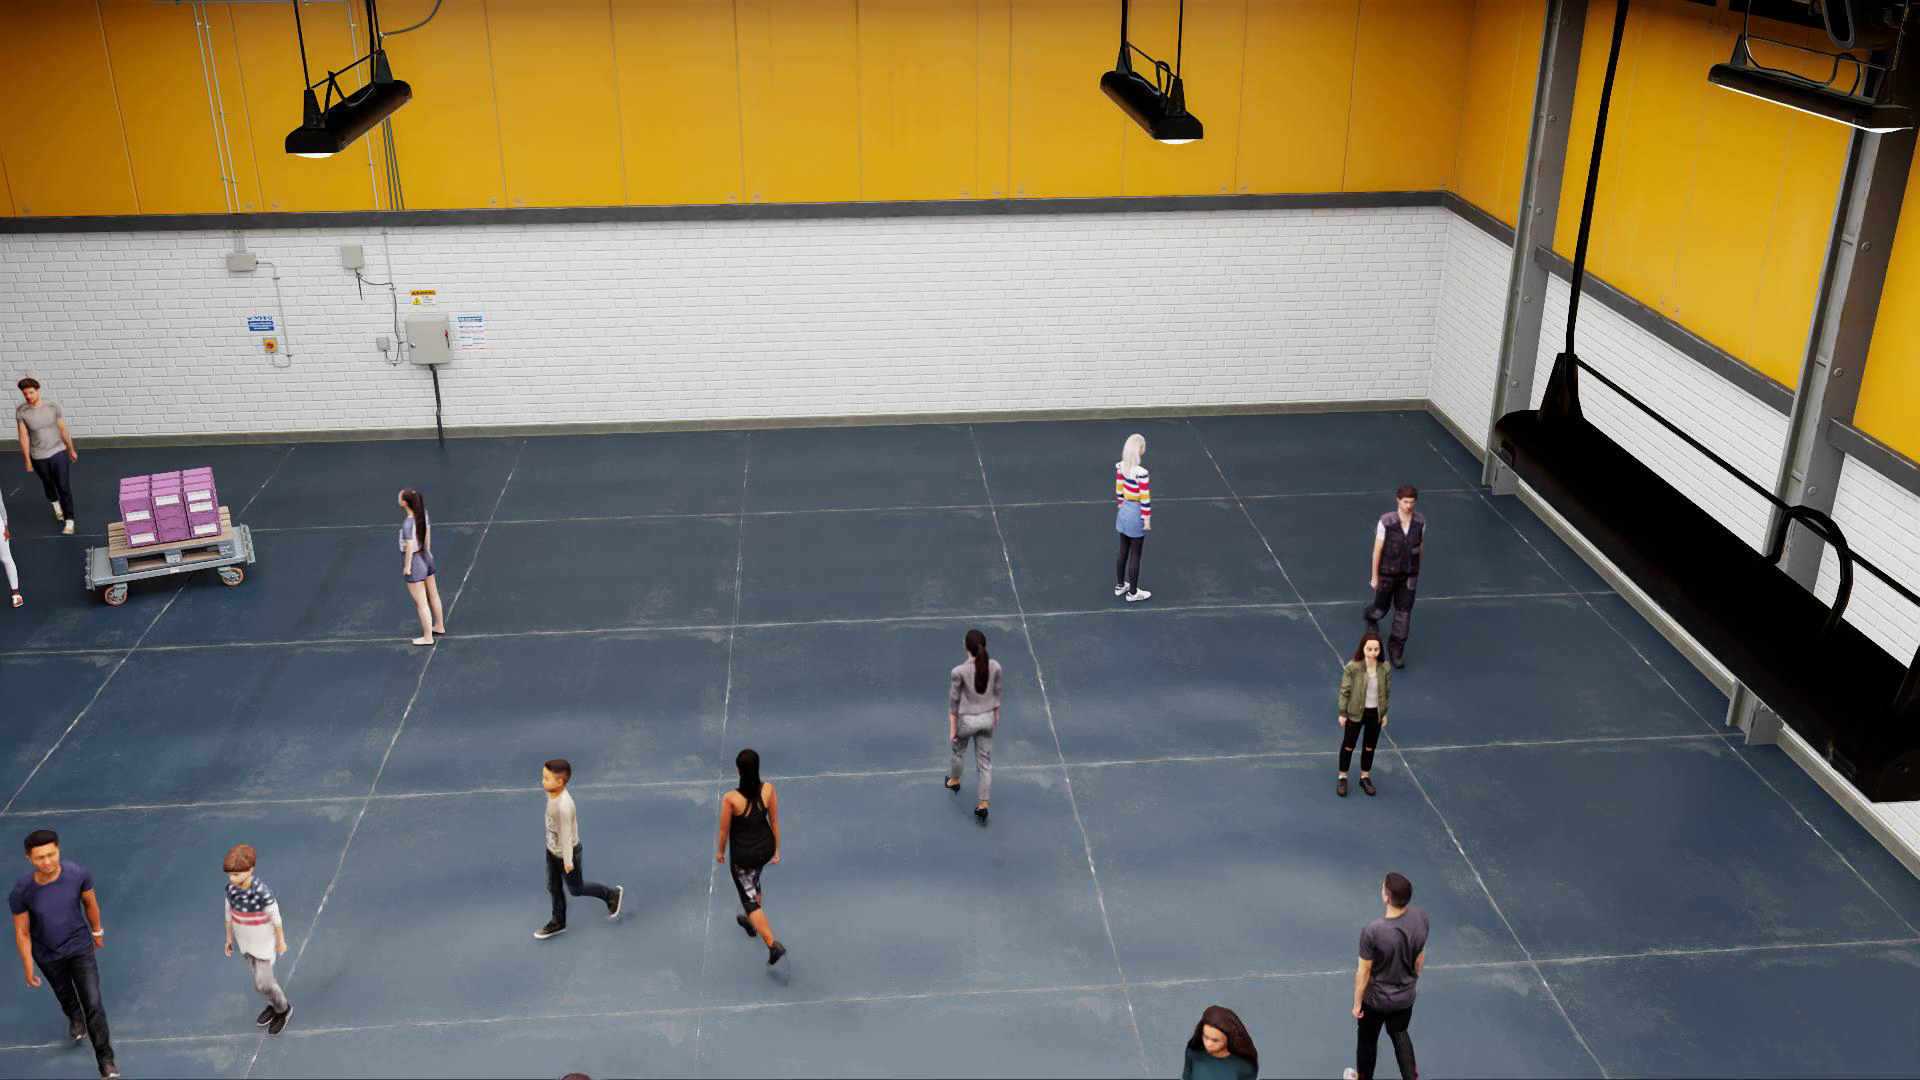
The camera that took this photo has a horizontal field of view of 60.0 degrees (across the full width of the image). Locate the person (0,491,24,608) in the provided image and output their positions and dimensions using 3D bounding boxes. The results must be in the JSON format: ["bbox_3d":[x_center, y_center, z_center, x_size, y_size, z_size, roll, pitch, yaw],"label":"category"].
[{"bbox_3d":[-10.088,-0.117,17.228,0.658,1.724,0.618,-9,25,-20],"label":"person"}]

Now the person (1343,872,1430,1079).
[{"bbox_3d":[2.710,2.873,10.354,0.764,1.752,0.963,-7,25,-16],"label":"person"}]

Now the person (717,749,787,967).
[{"bbox_3d":[-1.457,2.269,11.875,0.925,1.642,1.100,-17,29,-34],"label":"person"}]

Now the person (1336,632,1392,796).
[{"bbox_3d":[3.387,1.449,13.958,0.578,1.475,0.507,-1,24,-3],"label":"person"}]

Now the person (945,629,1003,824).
[{"bbox_3d":[0.146,1.548,13.516,0.788,1.647,1.000,-8,25,-18],"label":"person"}]

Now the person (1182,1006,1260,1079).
[{"bbox_3d":[1.502,3.304,9.564,0.804,1.596,0.915,9,25,21],"label":"person"}]

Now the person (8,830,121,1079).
[{"bbox_3d":[-5.895,2.640,10.901,0.983,1.741,1.237,-14,27,-28],"label":"person"}]

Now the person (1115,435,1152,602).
[{"bbox_3d":[1.799,-0.244,17.414,0.785,1.810,0.633,-14,27,-29],"label":"person"}]

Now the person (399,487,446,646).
[{"bbox_3d":[-5.353,0.243,16.498,0.713,1.650,0.562,5,24,12],"label":"person"}]

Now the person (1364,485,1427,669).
[{"bbox_3d":[4.219,0.286,16.177,0.659,1.829,1.014,-1,24,-3],"label":"person"}]

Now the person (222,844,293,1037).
[{"bbox_3d":[-4.727,2.648,11.273,0.624,1.429,0.657,9,25,20],"label":"person"}]

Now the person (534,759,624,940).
[{"bbox_3d":[-2.829,2.250,12.163,0.887,1.445,0.925,-15,28,-31],"label":"person"}]

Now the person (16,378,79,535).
[{"bbox_3d":[-10.479,-1.005,19.118,0.996,1.838,1.336,-13,27,-28],"label":"person"}]
